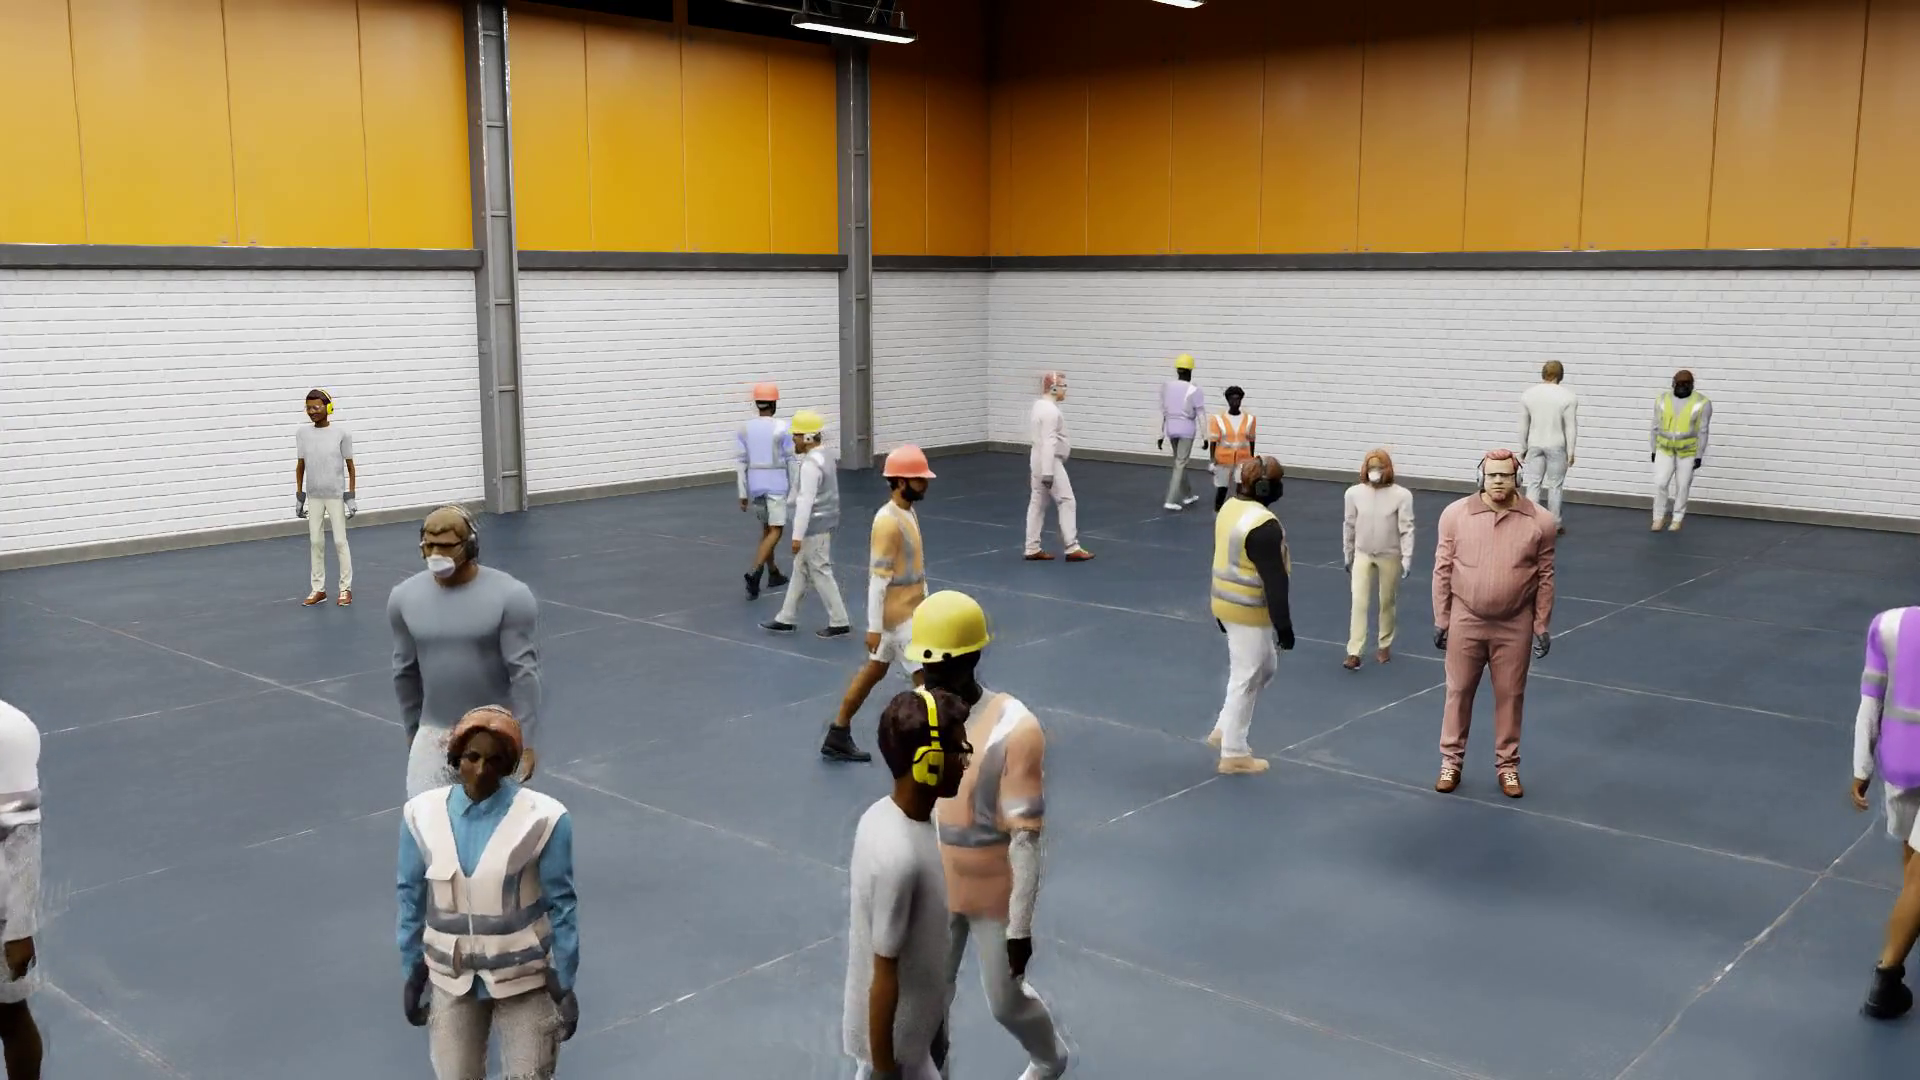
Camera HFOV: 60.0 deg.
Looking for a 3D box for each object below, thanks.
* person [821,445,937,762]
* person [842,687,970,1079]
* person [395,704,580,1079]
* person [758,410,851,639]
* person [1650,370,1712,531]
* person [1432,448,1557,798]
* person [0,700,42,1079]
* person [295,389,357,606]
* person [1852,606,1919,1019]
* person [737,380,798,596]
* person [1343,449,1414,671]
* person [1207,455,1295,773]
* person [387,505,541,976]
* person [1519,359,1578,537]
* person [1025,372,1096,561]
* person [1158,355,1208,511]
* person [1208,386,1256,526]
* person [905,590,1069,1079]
[{"bbox_3d":[-0.349,0.391,9.521,1.036,1.884,0.559,1,9,7],"label":"person"},{"bbox_3d":[-0.077,1.272,4.218,0.991,1.803,0.535,-1,9,-5],"label":"person"},{"bbox_3d":[-1.343,1.273,4.773,0.552,1.633,0.315,1,9,7],"label":"person"},{"bbox_3d":[-1.202,-0.110,12.914,0.768,1.796,0.617,1,9,3],"label":"person"},{"bbox_3d":[7.897,-0.970,18.295,0.634,1.805,0.638,6,11,35],"label":"person"},{"bbox_3d":[2.895,0.448,9.060,0.638,1.910,0.407,2,9,15],"label":"person"},{"bbox_3d":[-3.019,1.110,4.888,0.579,1.908,0.808,0,9,1],"label":"person"},{"bbox_3d":[-5.442,-0.361,14.264,0.532,1.868,0.310,0,9,1],"label":"person"},{"bbox_3d":[3.844,0.869,6.489,1.006,1.878,0.564,-7,12,-39],"label":"person"},{"bbox_3d":[-1.742,-0.464,14.821,0.547,1.908,0.885,3,10,21],"label":"person"},{"bbox_3d":[2.983,0.146,11.929,0.518,1.586,0.841,4,10,24],"label":"person"},{"bbox_3d":[1.653,0.428,9.452,0.441,1.831,0.636,-1,9,-6],"label":"person"},{"bbox_3d":[-2.013,0.816,6.746,0.653,1.915,0.722,0,9,2],"label":"person"},{"bbox_3d":[6.376,-0.994,18.030,0.635,1.937,0.365,7,12,38],"label":"person"},{"bbox_3d":[1.014,-0.718,16.451,0.811,1.877,0.680,-1,9,-8],"label":"person"},{"bbox_3d":[2.723,-1.312,20.230,0.603,1.873,0.969,8,12,41],"label":"person"},{"bbox_3d":[2.958,-0.874,18.160,0.530,1.656,0.841,0,9,-1],"label":"person"},{"bbox_3d":[0.077,1.064,5.283,0.594,1.891,0.877,7,11,37],"label":"person"}]
